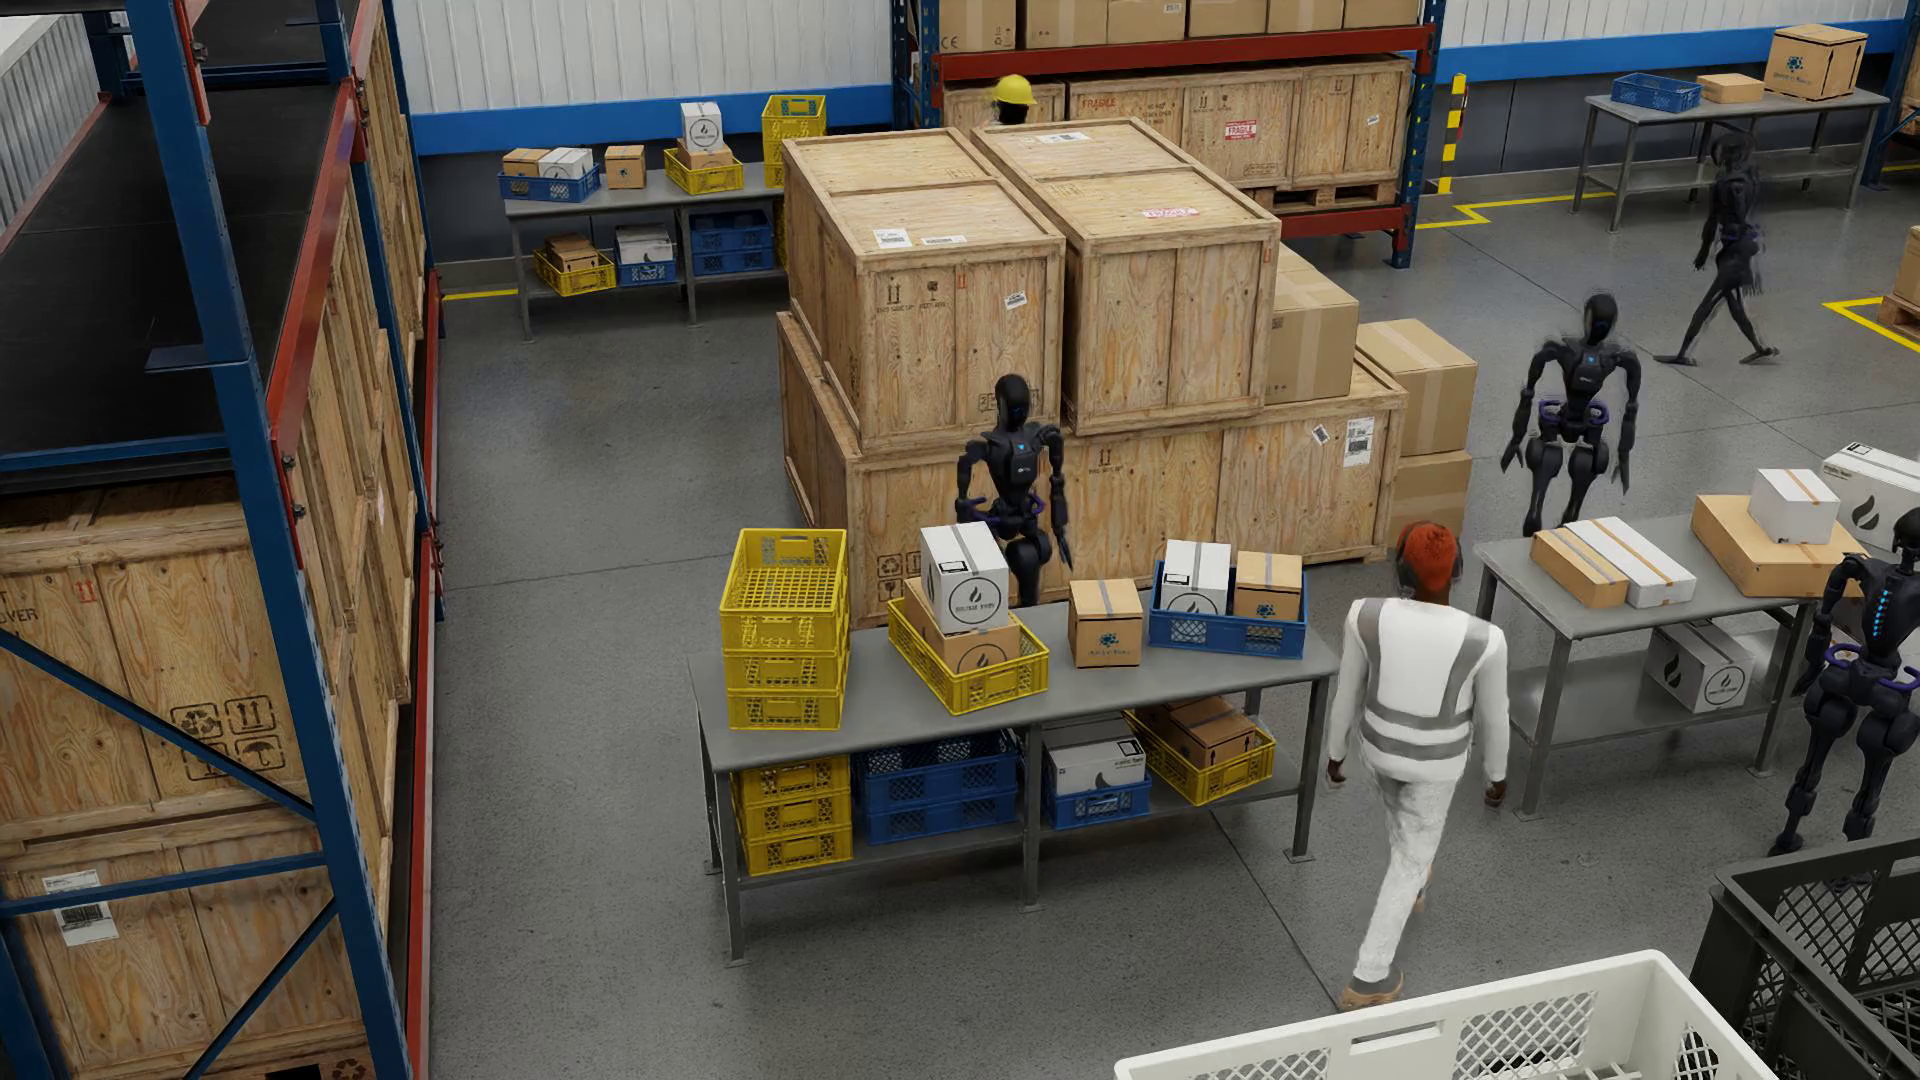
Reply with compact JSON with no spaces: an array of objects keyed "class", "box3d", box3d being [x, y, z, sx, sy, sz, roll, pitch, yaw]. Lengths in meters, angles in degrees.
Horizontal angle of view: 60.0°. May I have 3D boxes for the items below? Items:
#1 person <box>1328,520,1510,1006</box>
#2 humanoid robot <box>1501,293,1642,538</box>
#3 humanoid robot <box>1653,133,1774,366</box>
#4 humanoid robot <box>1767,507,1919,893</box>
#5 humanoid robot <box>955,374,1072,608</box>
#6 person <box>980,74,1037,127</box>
[{"class":"person","box3d":[1.677,0.776,6.097,0.623,1.826,0.996,18,33,29]},{"class":"humanoid robot","box3d":[3.136,-0.477,8.528,0.620,1.648,0.444,6,29,10]},{"class":"humanoid robot","box3d":[5.265,-1.923,11.218,0.777,1.615,0.634,7,30,12]},{"class":"humanoid robot","box3d":[3.567,0.613,6.530,0.327,1.657,0.589,-22,36,-35]},{"class":"humanoid robot","box3d":[0.229,0.005,7.656,0.612,1.662,0.325,-13,31,-22]},{"class":"person","box3d":[0.249,-2.232,11.464,0.572,1.905,0.634,-11,31,-20]}]
